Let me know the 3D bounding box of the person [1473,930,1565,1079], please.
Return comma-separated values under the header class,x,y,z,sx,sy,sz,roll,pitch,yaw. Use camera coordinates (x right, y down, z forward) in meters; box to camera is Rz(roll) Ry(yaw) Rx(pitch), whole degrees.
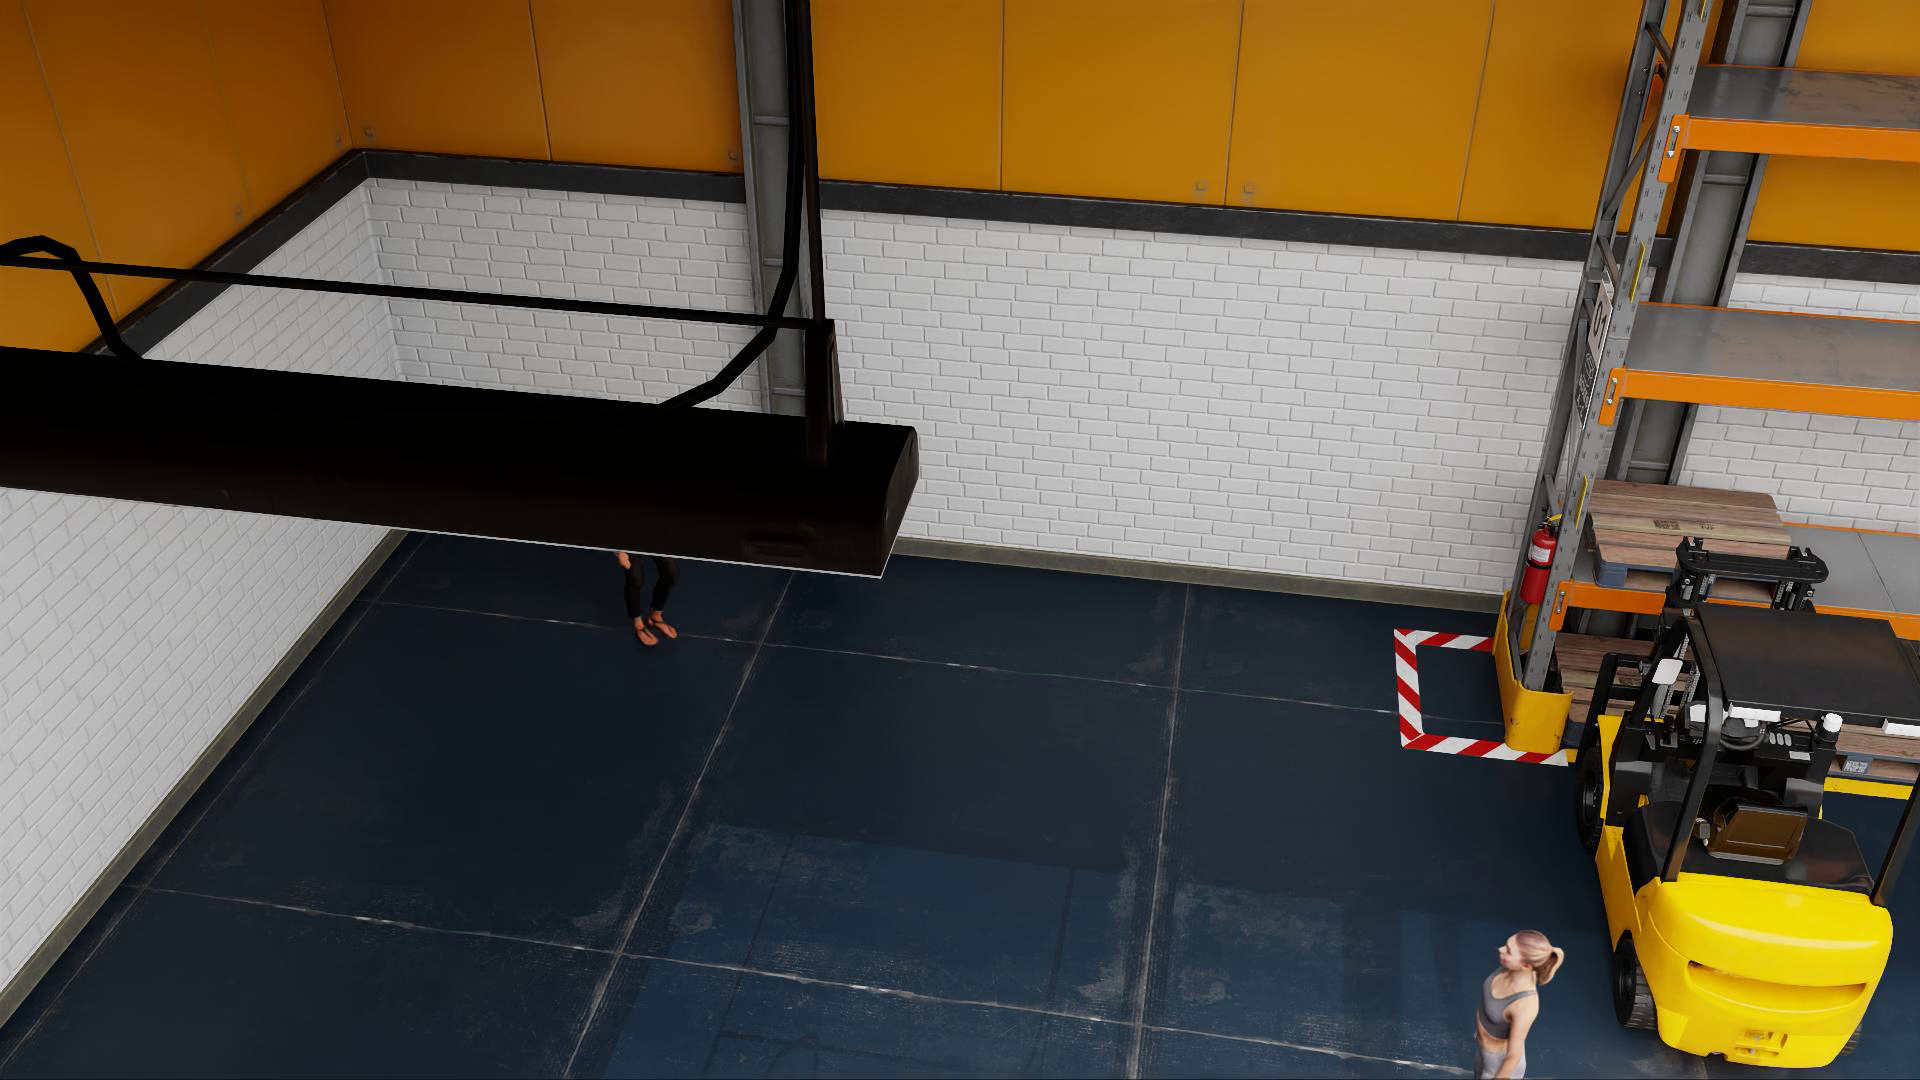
class,x,y,z,sx,sy,sz,roll,pitch,yaw
person,2.569,2.468,7.922,0.530,1.702,0.557,5,34,8
